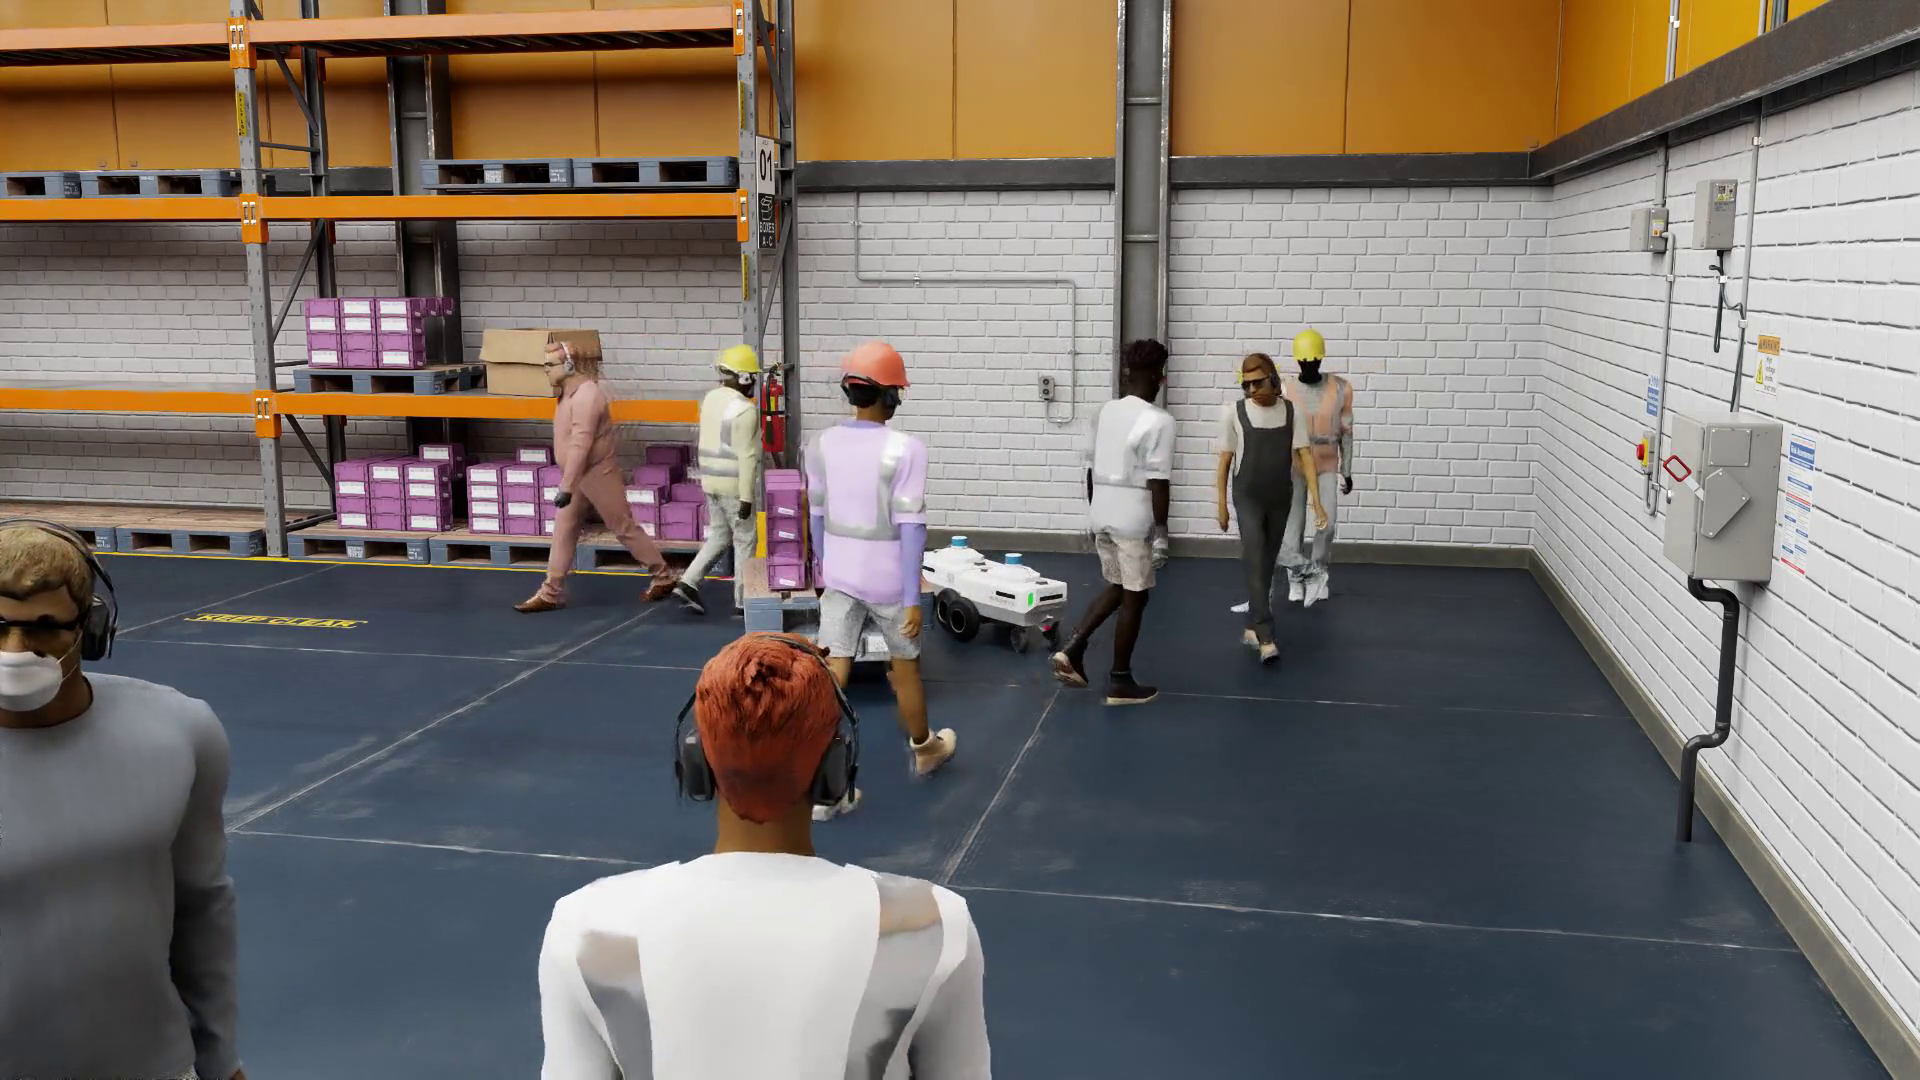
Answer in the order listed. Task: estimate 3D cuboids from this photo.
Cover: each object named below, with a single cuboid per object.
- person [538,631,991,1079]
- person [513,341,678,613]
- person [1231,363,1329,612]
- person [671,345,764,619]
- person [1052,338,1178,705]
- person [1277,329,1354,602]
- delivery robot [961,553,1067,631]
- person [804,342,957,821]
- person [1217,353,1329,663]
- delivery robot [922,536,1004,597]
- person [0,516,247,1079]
[{"bbox_3d":[-0.242,1.026,2.318,0.601,1.837,0.953,0,9,0],"label":"person"},{"bbox_3d":[-2.421,-0.423,11.166,1.104,1.825,0.634,-6,11,-32],"label":"person"},{"bbox_3d":[2.092,-0.344,10.973,0.584,1.715,0.497,1,10,8],"label":"person"},{"bbox_3d":[-1.544,-0.357,10.780,0.623,1.807,0.612,-9,13,-42],"label":"person"},{"bbox_3d":[0.868,-0.084,8.721,0.565,1.934,0.645,-5,11,-30],"label":"person"},{"bbox_3d":[2.375,-0.491,11.327,0.608,1.885,0.568,1,9,7],"label":"person"},{"bbox_3d":[0.326,0.326,10.131,0.477,0.478,0.707,-7,12,-38],"label":"delivery robot"},{"bbox_3d":[-0.367,0.149,7.170,0.632,1.985,1.034,5,11,29],"label":"person"},{"bbox_3d":[1.813,-0.177,9.684,0.551,1.795,0.887,-2,10,-11],"label":"person"},{"bbox_3d":[-0.005,0.218,10.778,0.477,0.478,0.707,-5,11,-29],"label":"delivery robot"},{"bbox_3d":[-1.451,0.917,2.701,0.375,1.936,0.628,8,12,39],"label":"person"}]
